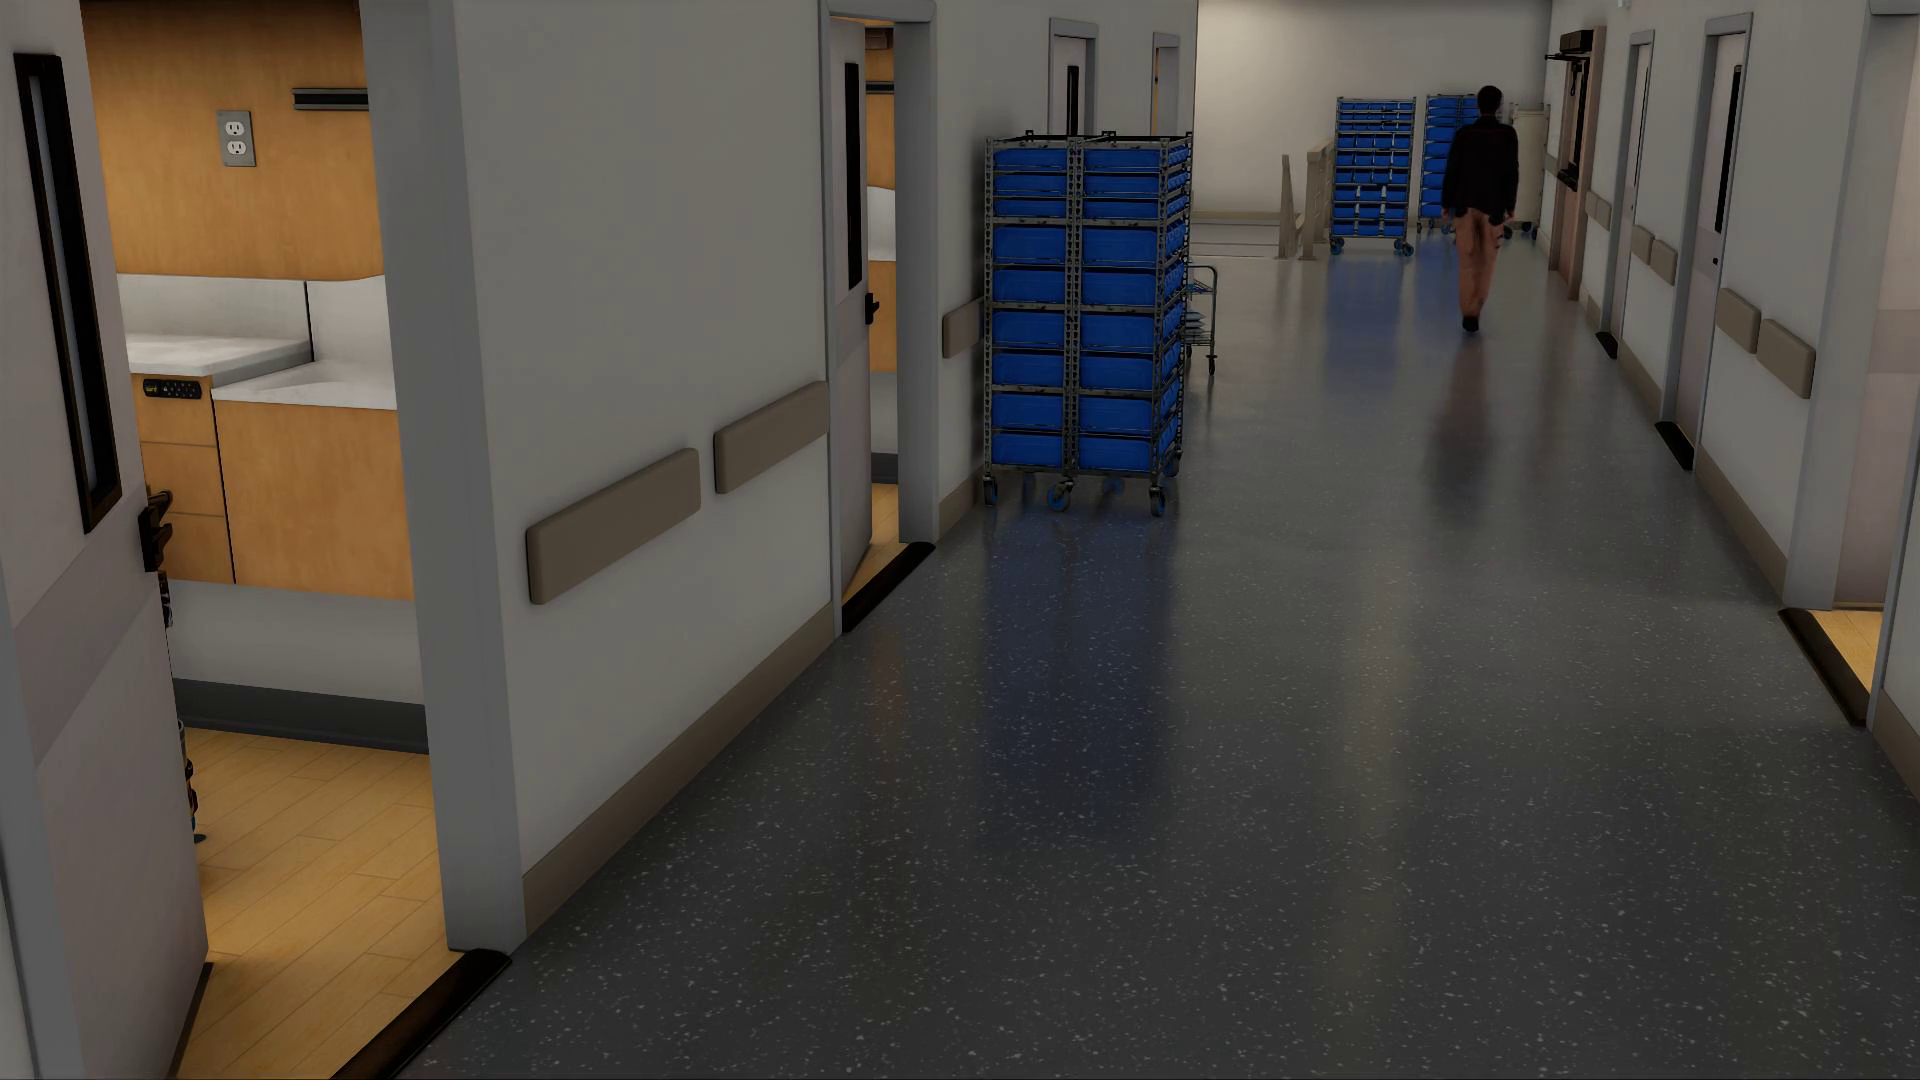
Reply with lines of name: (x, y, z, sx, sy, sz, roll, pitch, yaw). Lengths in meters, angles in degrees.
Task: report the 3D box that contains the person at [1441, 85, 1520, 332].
person: (4.105, -2.581, 13.150, 0.772, 1.884, 1.183, 3, 16, 10)
